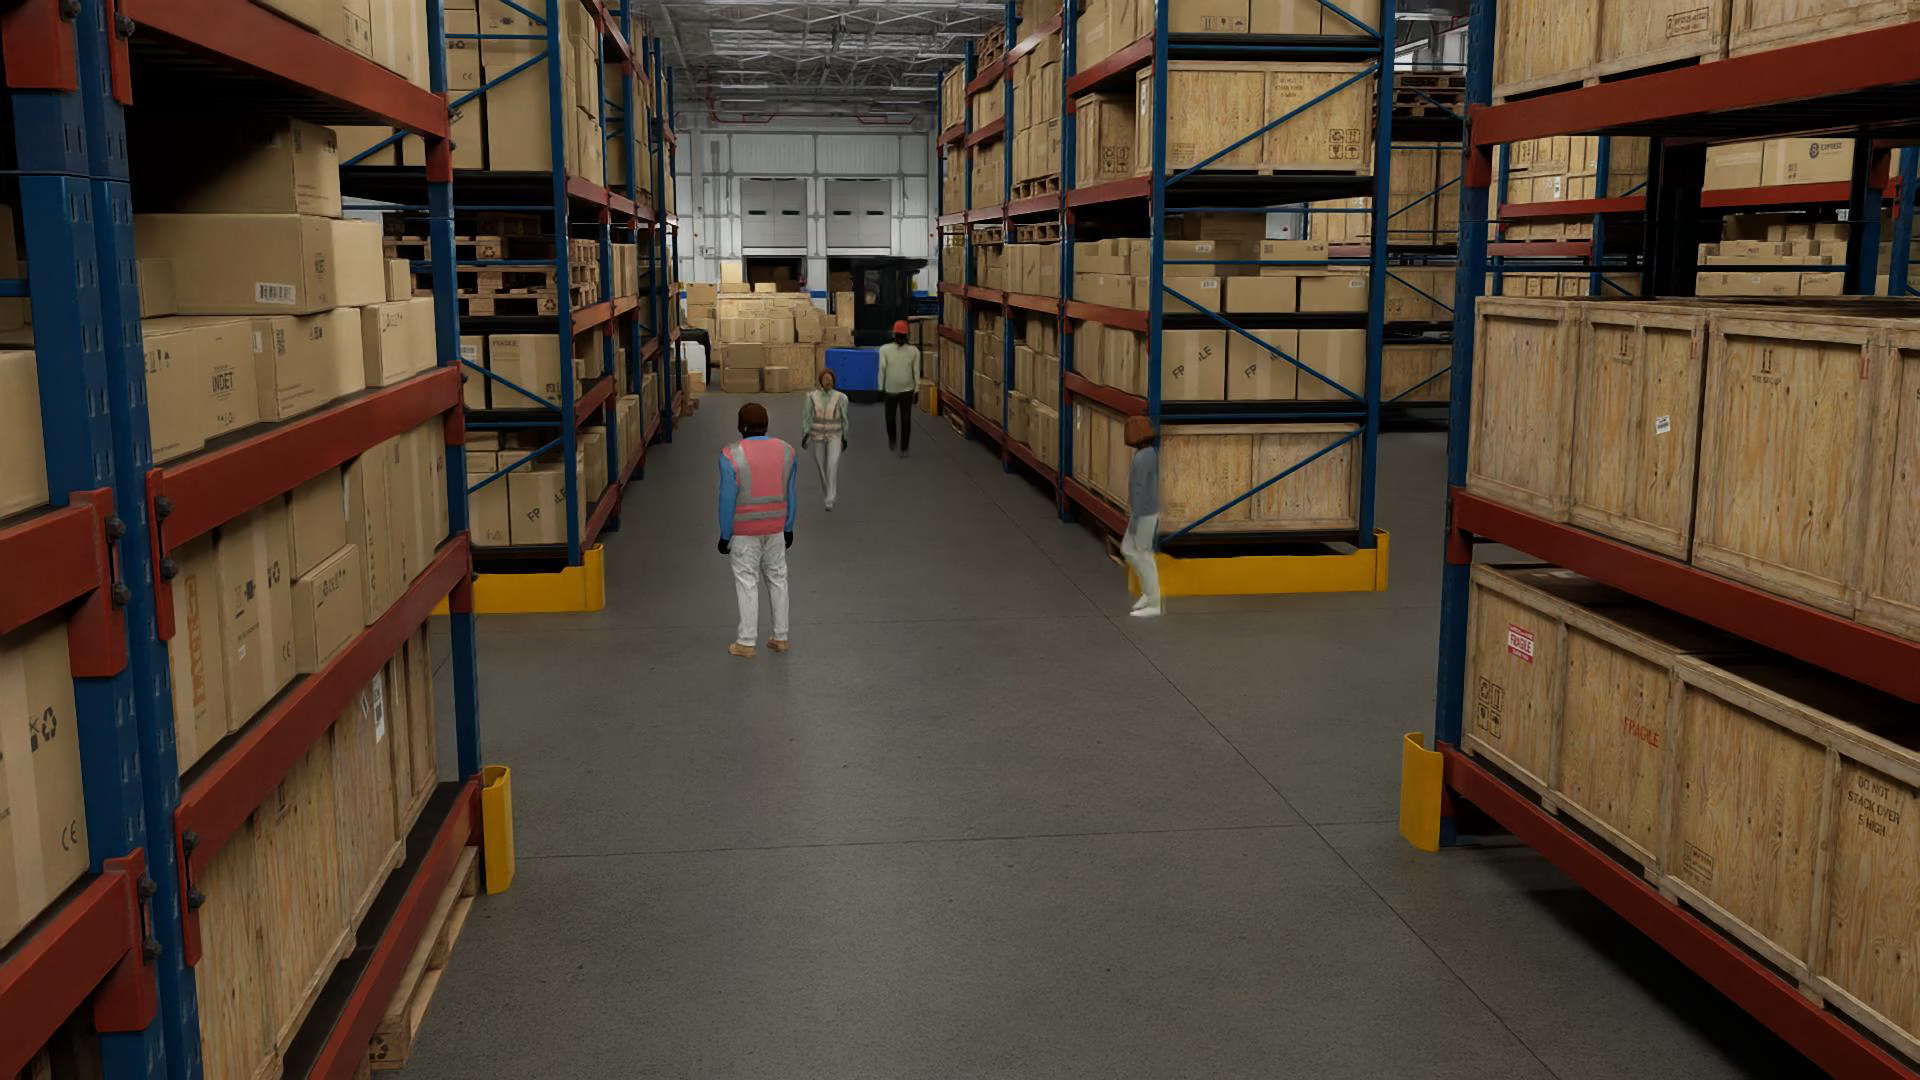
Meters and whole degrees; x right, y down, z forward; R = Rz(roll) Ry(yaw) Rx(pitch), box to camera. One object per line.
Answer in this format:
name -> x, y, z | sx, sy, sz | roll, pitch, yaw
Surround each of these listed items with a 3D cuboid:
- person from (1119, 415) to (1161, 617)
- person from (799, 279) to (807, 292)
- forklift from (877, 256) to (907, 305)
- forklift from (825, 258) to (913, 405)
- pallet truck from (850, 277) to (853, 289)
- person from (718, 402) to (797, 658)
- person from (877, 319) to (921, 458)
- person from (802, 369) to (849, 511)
person -> 1.460, -0.186, 13.309 | 0.402, 1.607, 0.609 | 2, 10, 13
person -> -6.328, -9.686, 67.754 | 0.622, 1.921, 0.550 | 2, 10, 13
forklift -> -2.206, -7.869, 54.379 | 1.129, 2.768, 1.873 | -5, 11, -26
forklift -> -1.680, -4.096, 32.413 | 1.129, 2.768, 1.873 | 8, 12, 37
pallet truck -> -3.782, -9.391, 65.808 | 1.885, 1.965, 0.823 | 2, 10, 10
person -> -1.475, -0.072, 12.005 | 0.633, 1.841, 0.429 | -7, 12, -36
person -> -0.869, -2.175, 23.850 | 0.629, 1.978, 0.618 | 0, 10, -3
person -> -1.529, -1.174, 19.110 | 0.515, 1.602, 0.834 | 1, 10, 7
